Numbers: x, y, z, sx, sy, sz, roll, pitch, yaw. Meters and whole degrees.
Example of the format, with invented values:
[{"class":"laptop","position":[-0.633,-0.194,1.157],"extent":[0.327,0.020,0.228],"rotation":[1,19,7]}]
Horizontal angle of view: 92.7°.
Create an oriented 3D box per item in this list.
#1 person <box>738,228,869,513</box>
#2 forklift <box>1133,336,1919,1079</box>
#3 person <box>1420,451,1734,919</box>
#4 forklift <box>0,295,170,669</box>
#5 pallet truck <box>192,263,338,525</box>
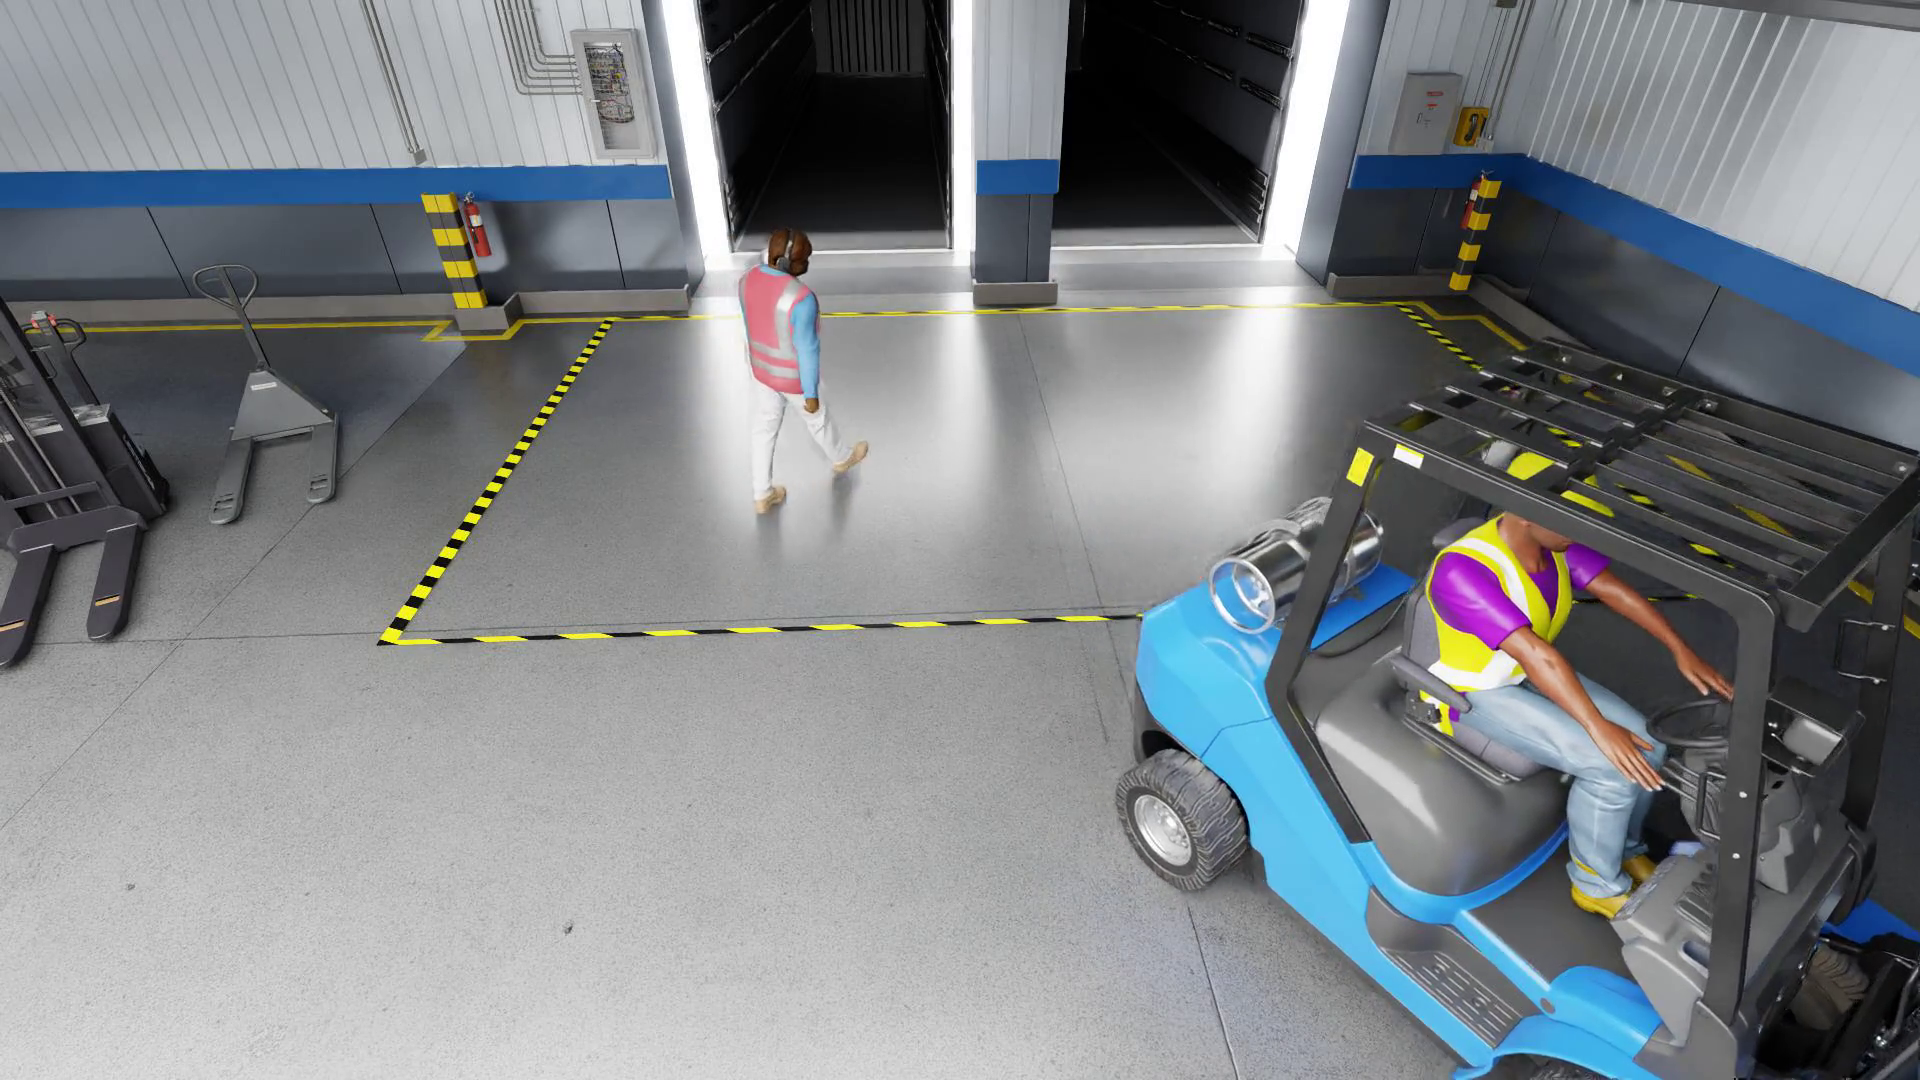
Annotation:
[{"class":"person","position":[-0.998,-1.091,5.745],"extent":[0.681,1.771,0.946],"rotation":[24,41,30]},{"class":"forklift","position":[1.835,0.580,2.846],"extent":[1.157,2.036,2.680],"rotation":[-22,41,-29]},{"class":"person","position":[1.864,0.456,2.696],"extent":[0.635,1.294,1.004],"rotation":[-22,41,-29]},{"class":"forklift","position":[-5.212,-0.618,4.878],"extent":[0.823,1.965,1.885],"rotation":[-20,39,-26]},{"class":"pallet truck","position":[-4.778,-1.027,6.128],"extent":[0.680,1.201,1.601],"rotation":[-17,38,-23]}]
